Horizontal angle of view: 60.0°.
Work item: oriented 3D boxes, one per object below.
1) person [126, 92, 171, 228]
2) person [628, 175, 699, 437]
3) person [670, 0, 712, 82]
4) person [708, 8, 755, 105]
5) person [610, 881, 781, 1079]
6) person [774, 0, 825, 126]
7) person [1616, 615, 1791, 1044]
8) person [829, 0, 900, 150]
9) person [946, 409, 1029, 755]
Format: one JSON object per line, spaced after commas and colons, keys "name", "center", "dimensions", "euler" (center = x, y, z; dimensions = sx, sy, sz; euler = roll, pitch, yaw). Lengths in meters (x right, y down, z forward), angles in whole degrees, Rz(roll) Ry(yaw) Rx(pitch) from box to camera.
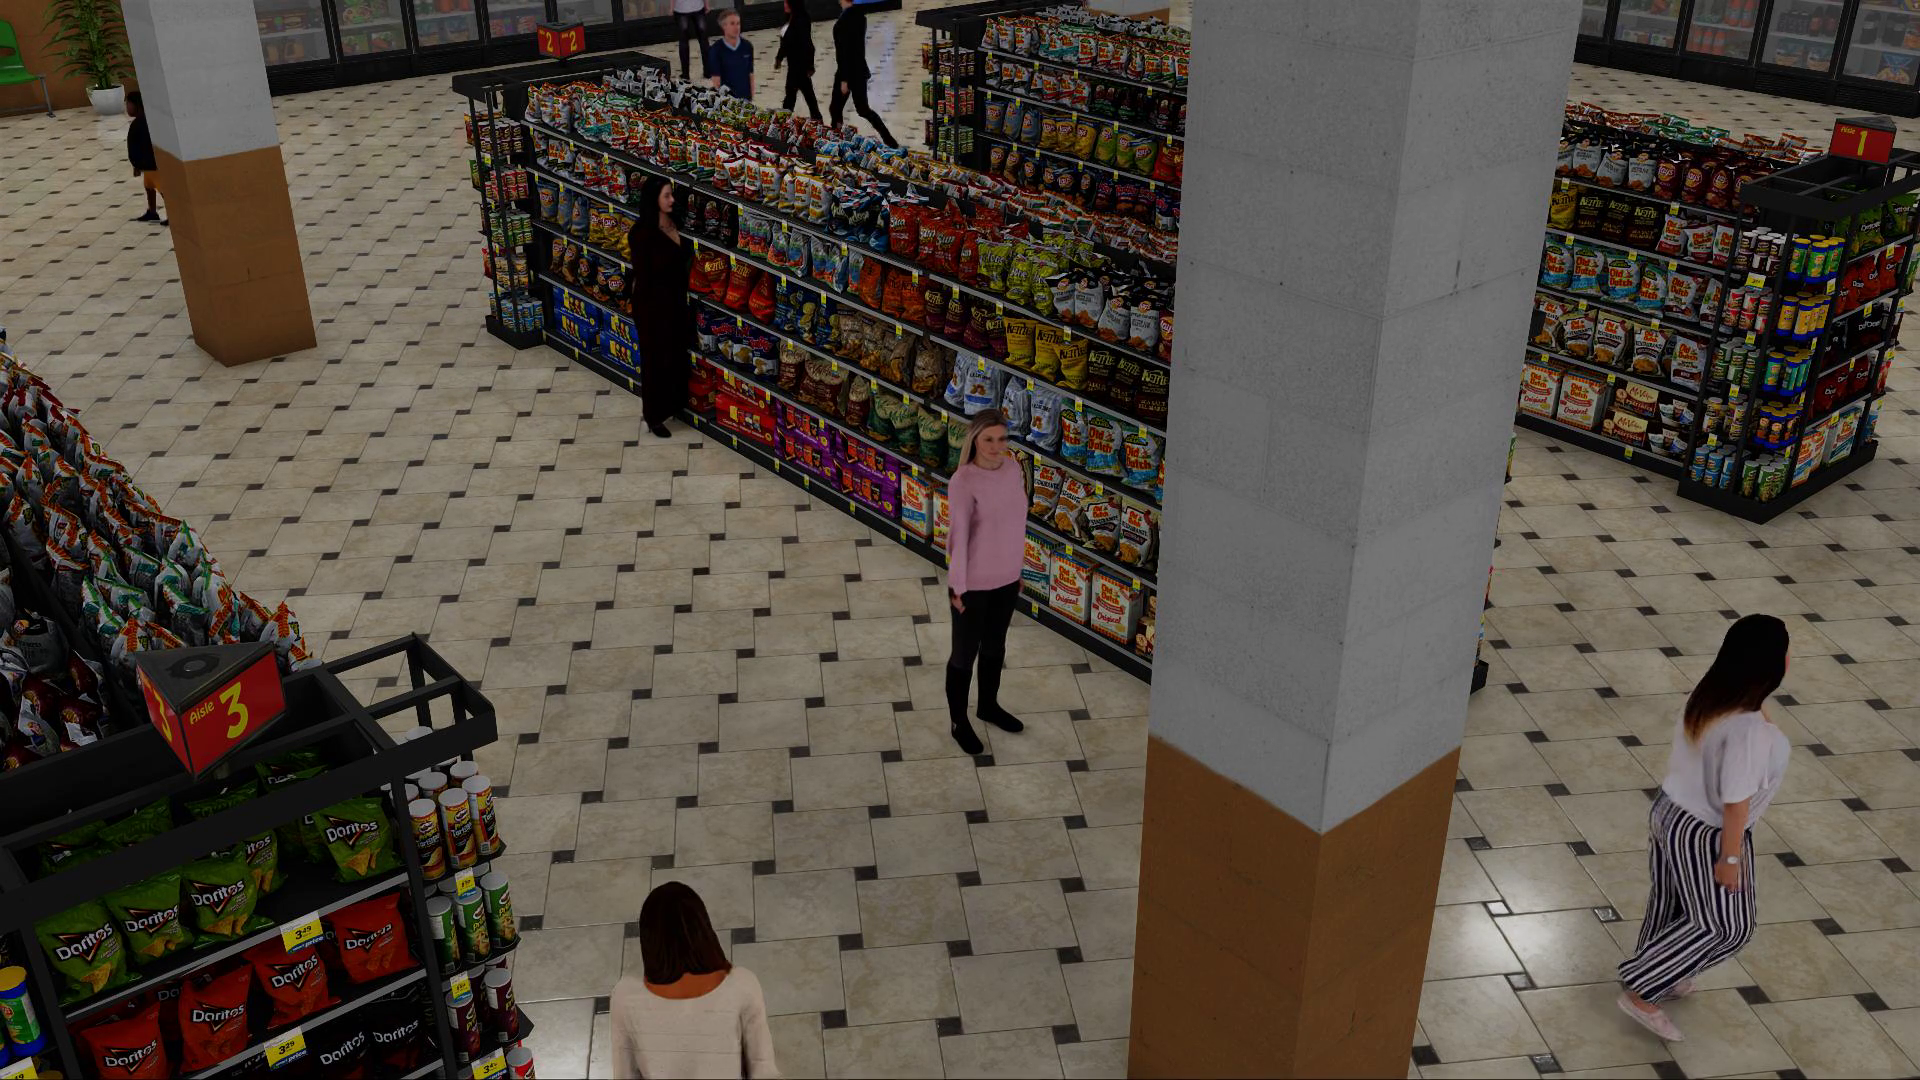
{"name": "person", "center": [-7.496, -3.550, 15.551], "dimensions": [0.728, 1.256, 0.704], "euler": [-6, 28, -12]}
{"name": "person", "center": [-1.984, -1.562, 11.077], "dimensions": [0.746, 1.759, 0.754], "euler": [14, 30, 25]}
{"name": "person", "center": [-3.502, -6.884, 21.485], "dimensions": [0.743, 1.837, 0.700], "euler": [-10, 29, -19]}
{"name": "person", "center": [-2.265, -4.211, 16.235], "dimensions": [0.838, 1.819, 1.256], "euler": [-14, 30, -25]}
{"name": "person", "center": [-0.747, 1.712, 4.728], "dimensions": [0.912, 1.662, 1.049], "euler": [-4, 27, -8]}
{"name": "person", "center": [-1.740, -5.424, 18.887], "dimensions": [0.864, 1.582, 0.984], "euler": [-10, 29, -20]}
{"name": "person", "center": [2.684, 1.042, 6.044], "dimensions": [0.925, 1.666, 0.862], "euler": [6, 28, 12]}
{"name": "person", "center": [-1.061, -4.901, 17.559], "dimensions": [1.307, 1.850, 1.065], "euler": [10, 28, 18]}
{"name": "person", "center": [0.107, 0.170, 7.742], "dimensions": [0.595, 1.687, 0.538], "euler": [-22, 34, -37]}
